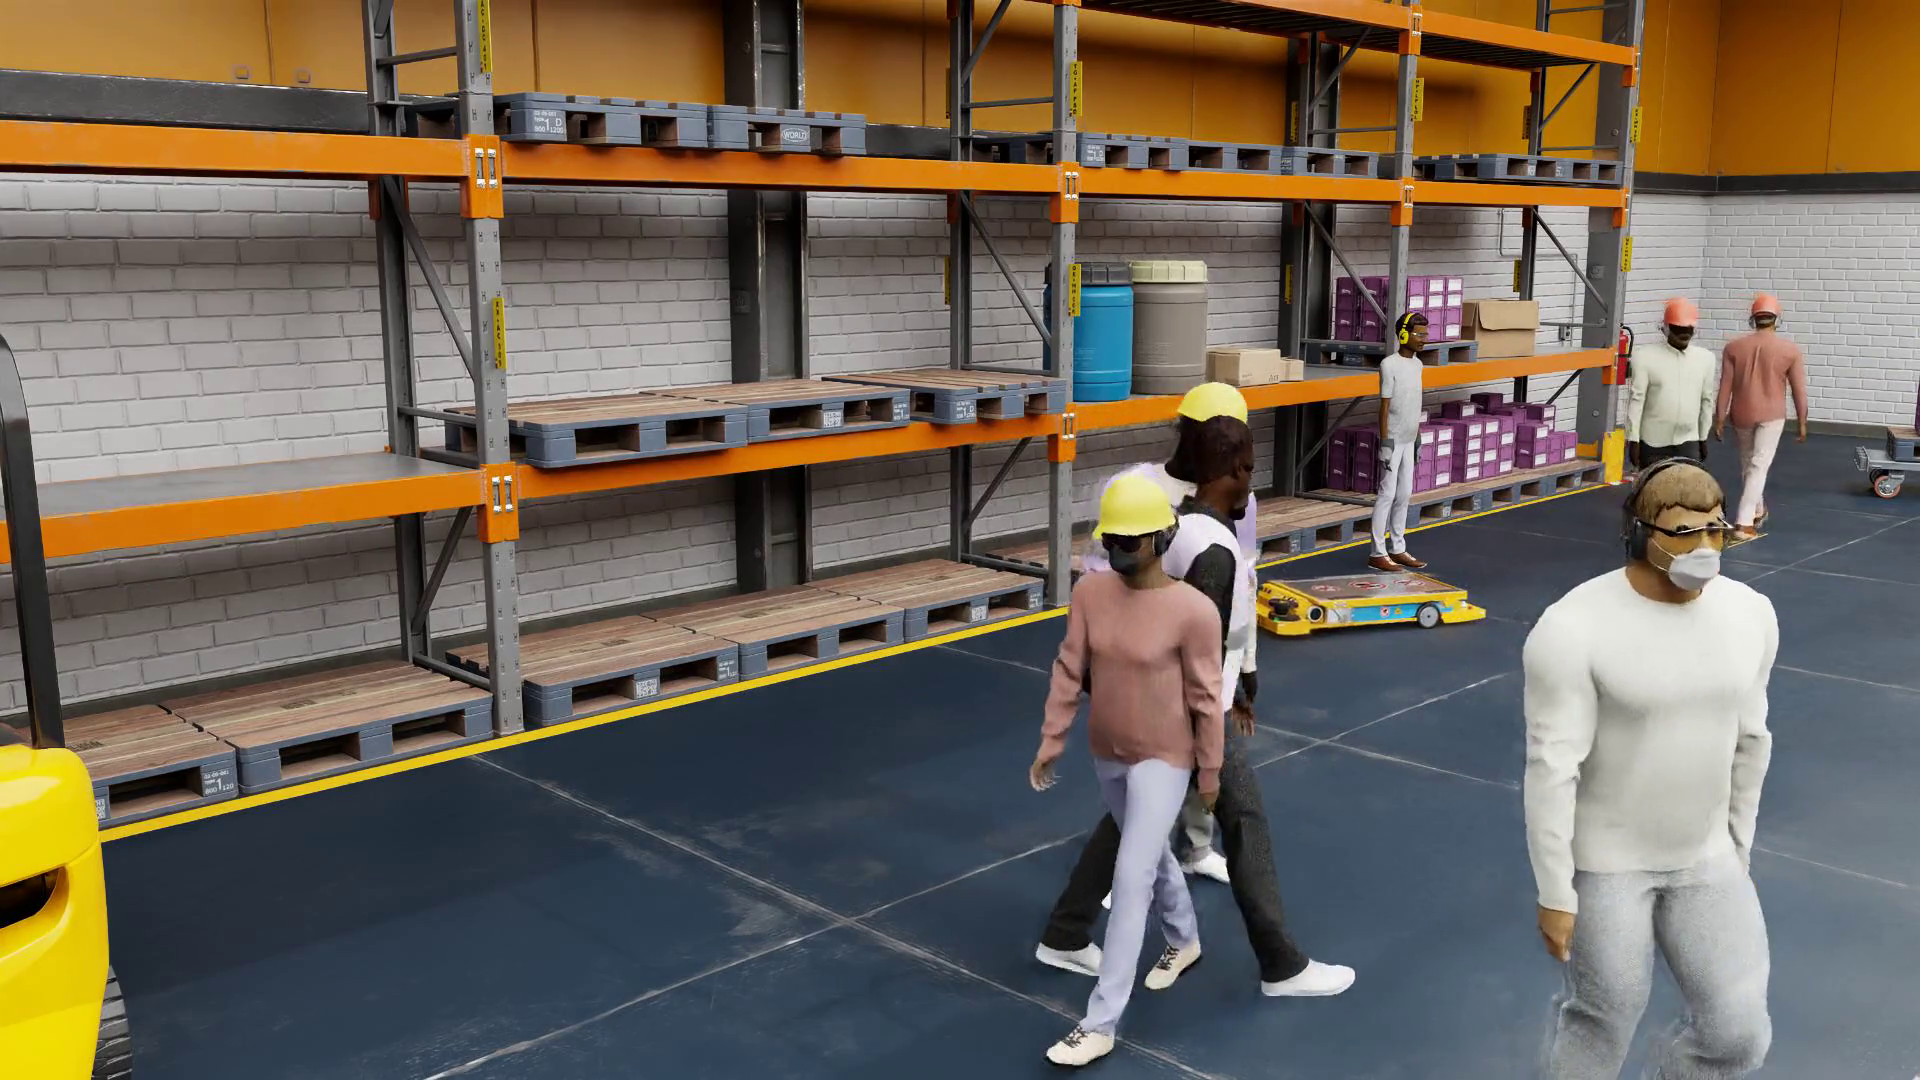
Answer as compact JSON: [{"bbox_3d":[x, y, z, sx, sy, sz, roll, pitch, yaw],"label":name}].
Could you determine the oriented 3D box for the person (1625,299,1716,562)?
[{"bbox_3d":[5.065,-0.716,11.788,0.665,1.946,0.986,0,10,0],"label":"person"}]

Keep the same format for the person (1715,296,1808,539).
[{"bbox_3d":[6.452,-0.989,13.371,0.650,1.925,1.085,9,13,39],"label":"person"}]

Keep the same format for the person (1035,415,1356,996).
[{"bbox_3d":[0.719,0.534,5.269,0.976,1.860,0.595,-1,10,-6],"label":"person"}]

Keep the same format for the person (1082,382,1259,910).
[{"bbox_3d":[0.759,0.386,5.960,0.689,1.890,0.371,-2,11,-10],"label":"person"}]

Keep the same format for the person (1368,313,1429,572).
[{"bbox_3d":[3.175,-0.698,11.959,0.508,1.860,0.334,-10,14,-43],"label":"person"}]

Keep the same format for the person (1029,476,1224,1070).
[{"bbox_3d":[0.535,0.645,5.033,0.523,1.714,0.928,10,14,43],"label":"person"}]

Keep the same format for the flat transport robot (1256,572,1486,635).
[{"bbox_3d":[2.479,0.382,10.391,1.431,0.197,0.652,-3,11,-16],"label":"flat transport robot"}]

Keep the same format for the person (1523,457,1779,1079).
[{"bbox_3d":[1.588,0.763,3.819,0.644,1.920,0.473,-2,11,-11],"label":"person"}]

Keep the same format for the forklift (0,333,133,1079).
[{"bbox_3d":[-3.289,0.485,4.582,1.214,2.155,2.313,-10,14,-44],"label":"forklift"}]
